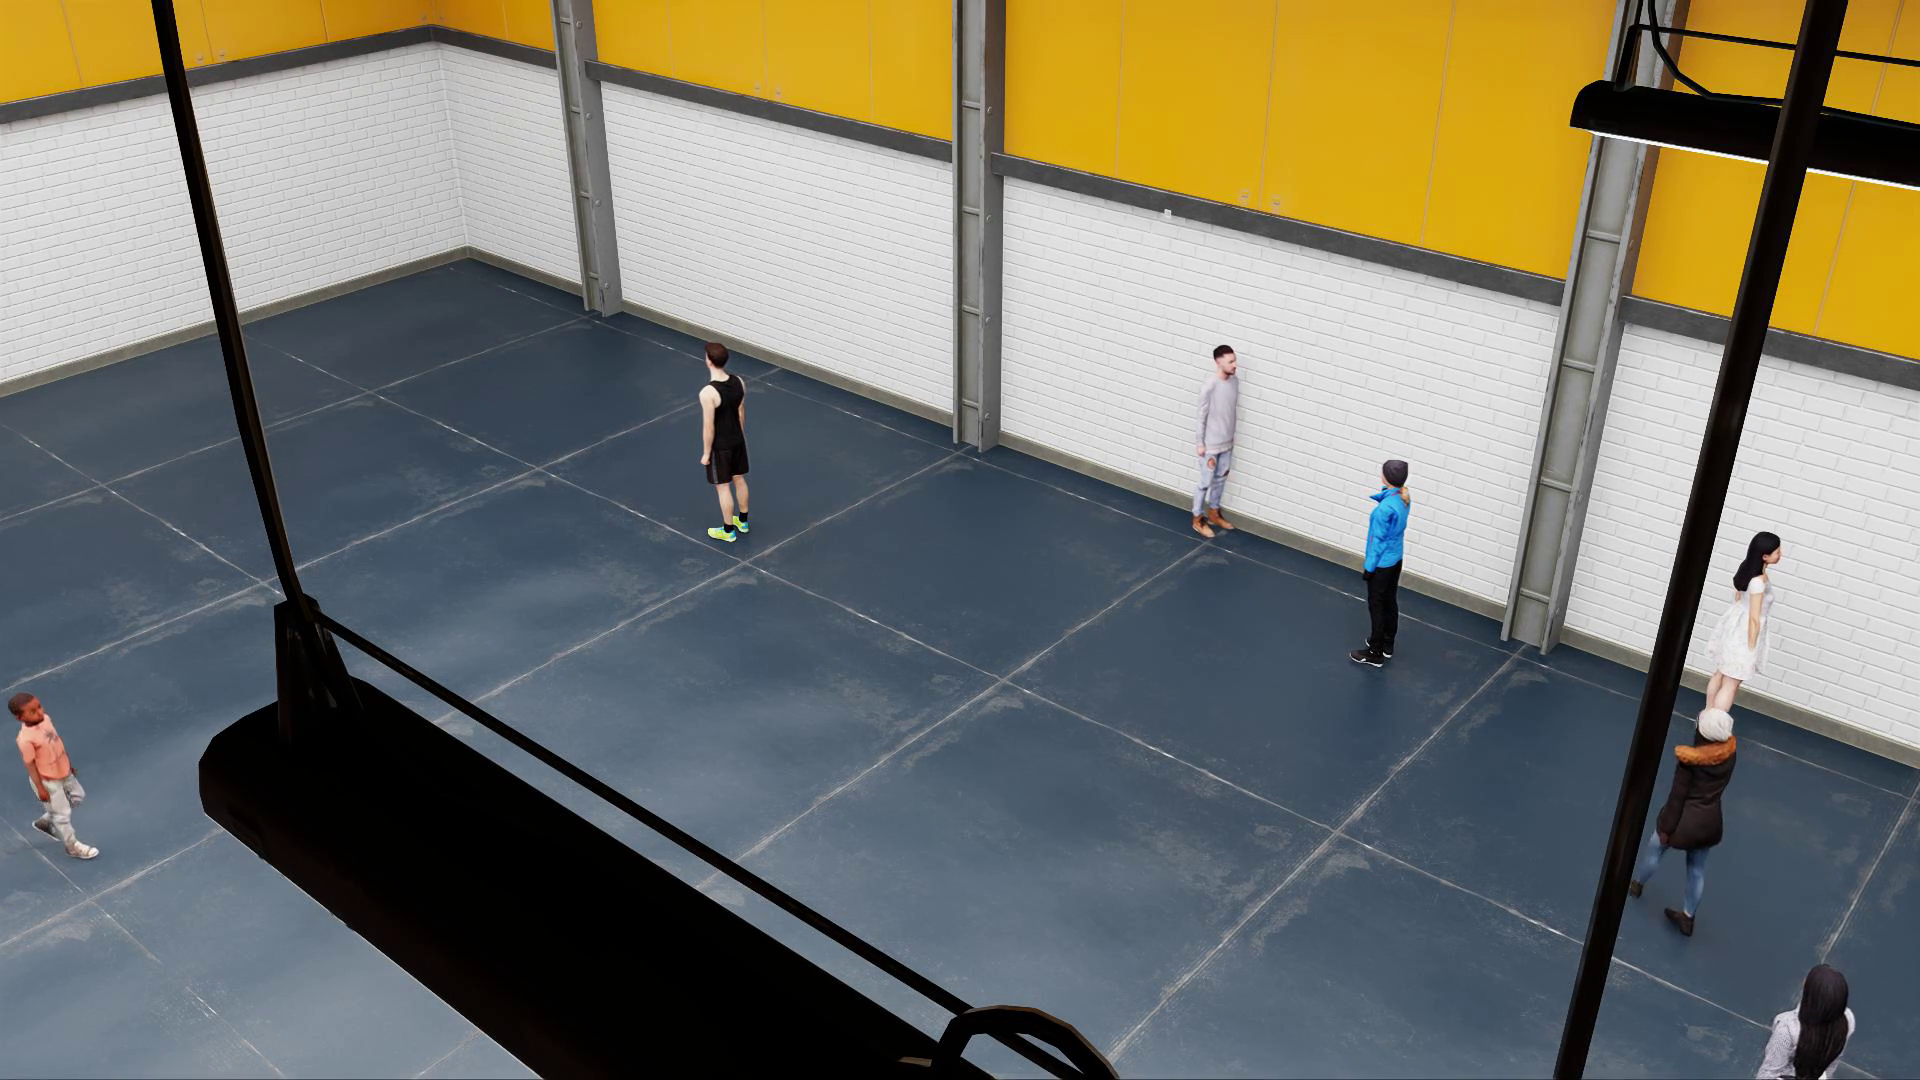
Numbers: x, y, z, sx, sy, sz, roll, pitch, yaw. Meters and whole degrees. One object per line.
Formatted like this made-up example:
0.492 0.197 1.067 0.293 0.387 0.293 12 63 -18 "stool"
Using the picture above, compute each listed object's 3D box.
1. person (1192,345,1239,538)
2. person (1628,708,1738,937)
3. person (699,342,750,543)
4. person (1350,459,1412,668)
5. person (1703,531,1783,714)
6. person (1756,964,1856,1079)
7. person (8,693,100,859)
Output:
2.329 -0.938 15.221 0.720 1.839 0.645 -21 35 -34 "person"
4.635 1.801 10.435 0.898 1.613 0.999 -8 30 -14 "person"
-2.136 -0.889 15.079 0.565 1.889 0.693 19 34 31 "person"
3.379 0.178 13.219 0.519 1.797 0.619 23 36 36 "person"
5.747 0.731 12.230 0.790 1.774 0.763 6 29 10 "person"
4.213 2.820 8.452 0.671 1.725 0.712 -5 29 -9 "person"
-6.168 1.572 11.180 0.774 1.303 0.691 2 29 3 "person"
